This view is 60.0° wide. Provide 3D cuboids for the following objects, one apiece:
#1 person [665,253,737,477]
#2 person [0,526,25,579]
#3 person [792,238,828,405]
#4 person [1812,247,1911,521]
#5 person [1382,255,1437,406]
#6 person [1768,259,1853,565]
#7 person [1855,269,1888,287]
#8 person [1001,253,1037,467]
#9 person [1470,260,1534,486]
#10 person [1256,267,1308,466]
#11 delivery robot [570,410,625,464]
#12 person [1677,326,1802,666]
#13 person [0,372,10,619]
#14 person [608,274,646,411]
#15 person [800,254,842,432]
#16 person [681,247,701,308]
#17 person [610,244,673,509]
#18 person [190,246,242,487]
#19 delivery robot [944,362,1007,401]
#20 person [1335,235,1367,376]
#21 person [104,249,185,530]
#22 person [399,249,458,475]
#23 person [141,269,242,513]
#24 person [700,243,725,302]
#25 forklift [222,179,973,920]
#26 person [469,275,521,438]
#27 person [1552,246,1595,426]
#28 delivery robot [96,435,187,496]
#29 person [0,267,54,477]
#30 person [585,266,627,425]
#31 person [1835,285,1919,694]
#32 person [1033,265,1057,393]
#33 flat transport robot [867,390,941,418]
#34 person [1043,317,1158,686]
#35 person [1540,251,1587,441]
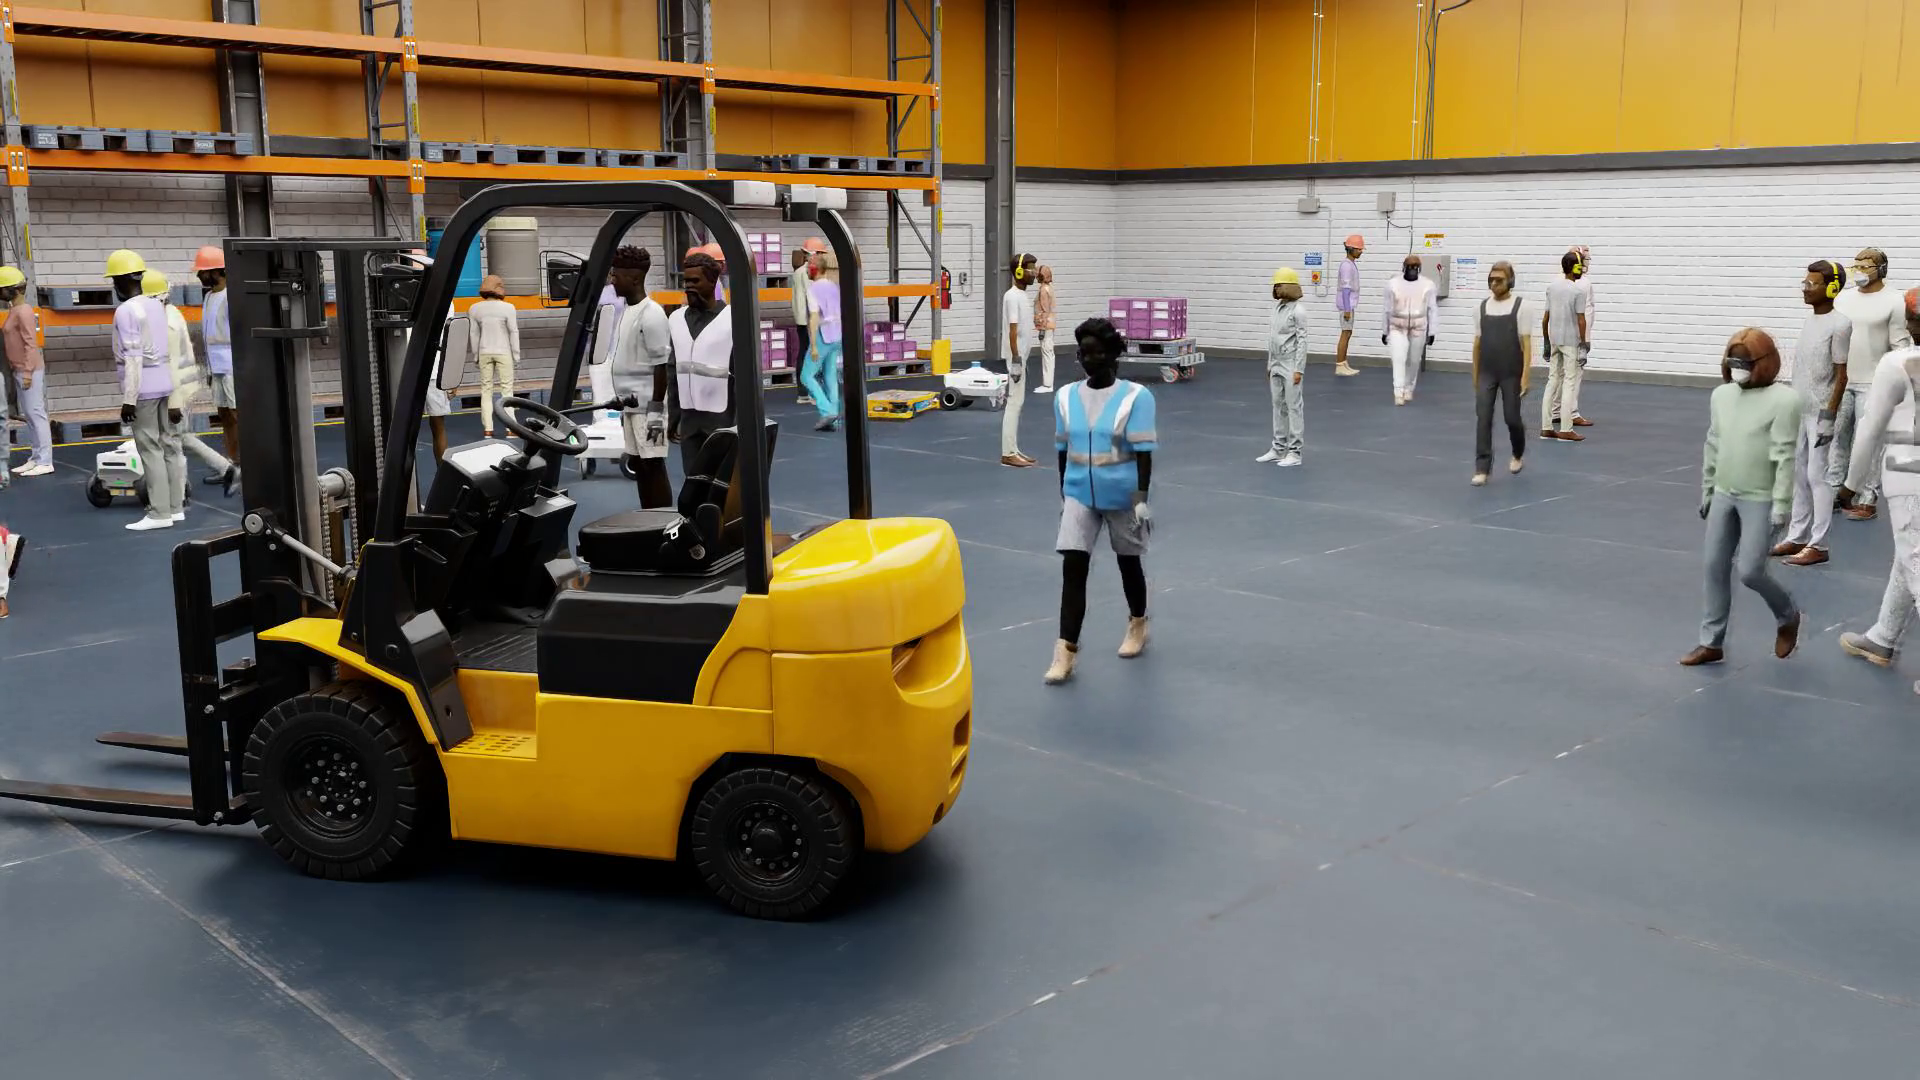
[{"bbox_3d":[-1.497,-0.742,9.924,0.596,1.918,0.382,6,12,28],"label":"person"},{"bbox_3d":[-5.813,-0.593,9.609,0.730,1.734,0.529,1,10,3],"label":"person"},{"bbox_3d":[-1.771,-2.623,19.982,0.392,1.991,0.613,-9,14,-40],"label":"person"},{"bbox_3d":[6.429,-1.112,11.886,0.372,1.940,0.632,-6,12,-30],"label":"person"},{"bbox_3d":[5.418,-2.540,20.083,0.629,1.802,0.930,2,11,11],"label":"person"},{"bbox_3d":[5.241,-0.779,10.248,0.328,1.876,0.513,0,10,-1],"label":"person"},{"bbox_3d":[7.424,-1.393,13.755,0.599,1.812,0.721,4,11,19],"label":"person"},{"bbox_3d":[0.521,-1.577,14.625,0.309,1.864,0.535,1,10,8],"label":"person"},{"bbox_3d":[4.441,-1.369,13.601,0.517,1.826,0.750,7,13,34],"label":"person"},{"bbox_3d":[2.858,-1.523,14.660,0.310,1.744,0.486,-4,11,-21],"label":"person"},{"bbox_3d":[-2.894,-0.843,13.941,0.707,0.478,0.477,1,10,5],"label":"delivery robot"},{"bbox_3d":[3.702,-0.185,7.713,0.492,1.617,0.548,-4,11,-23],"label":"person"},{"bbox_3d":[-5.257,-0.381,8.736,0.497,1.633,0.284,-3,11,-16],"label":"person"},{"bbox_3d":[-3.679,-2.234,18.268,0.633,1.842,0.429,-9,14,-42],"label":"person"},{"bbox_3d":[-1.402,-2.015,17.092,0.447,1.825,0.576,6,12,28],"label":"person"},{"bbox_3d":[-3.105,-2.543,19.856,0.569,1.884,1.007,9,14,40],"label":"person"},{"bbox_3d":[-1.995,-0.853,10.399,0.362,1.963,0.613,-6,12,-28],"label":"person"},{"bbox_3d":[-5.917,-1.382,13.375,0.546,1.934,0.376,9,14,41],"label":"person"},{"bbox_3d":[0.184,-1.825,19.294,0.707,0.478,0.477,4,11,20],"label":"delivery robot"},{"bbox_3d":[5.628,-3.372,23.983,0.406,2.029,0.612,3,11,17],"label":"person"},{"bbox_3d":[-5.636,-1.026,11.454,0.383,1.922,0.593,-1,10,-4],"label":"person"},{"bbox_3d":[-4.139,-1.271,12.755,0.552,1.937,0.356,-3,11,-17],"label":"person"},{"bbox_3d":[-5.654,-1.077,12.128,0.658,1.785,0.640,-4,11,-20],"label":"person"},{"bbox_3d":[-2.584,-2.131,17.447,0.354,1.939,0.544,-5,12,-28],"label":"person"},{"bbox_3d":[-1.114,-0.058,5.440,2.313,2.155,1.214,2,11,13],"label":"forklift"},{"bbox_3d":[-4.634,-1.827,16.617,0.498,1.633,0.279,1,10,7],"label":"person"},{"bbox_3d":[6.559,-2.175,17.770,0.408,1.908,0.646,-2,11,-11],"label":"person"},{"bbox_3d":[-6.175,-0.591,12.564,0.477,0.478,0.707,1,10,6],"label":"delivery robot"},{"bbox_3d":[-7.912,-1.416,14.034,0.327,1.761,0.522,-8,13,-37],"label":"person"},{"bbox_3d":[-3.281,-1.791,15.795,0.662,1.894,1.038,2,11,13],"label":"person"},{"bbox_3d":[4.330,-0.239,7.468,0.559,1.833,0.984,-2,11,-11],"label":"person"},{"bbox_3d":[1.093,-2.706,21.408,0.314,1.636,0.515,2,11,9],"label":"person"},{"bbox_3d":[-0.719,-1.543,18.790,0.652,0.197,1.431,3,11,16],"label":"flat transport robot"},{"bbox_3d":[0.678,-0.201,7.719,0.538,1.656,0.866,5,12,26],"label":"person"},{"bbox_3d":[5.987,-1.911,16.449,0.310,1.864,0.534,-6,12,-28],"label":"person"}]
